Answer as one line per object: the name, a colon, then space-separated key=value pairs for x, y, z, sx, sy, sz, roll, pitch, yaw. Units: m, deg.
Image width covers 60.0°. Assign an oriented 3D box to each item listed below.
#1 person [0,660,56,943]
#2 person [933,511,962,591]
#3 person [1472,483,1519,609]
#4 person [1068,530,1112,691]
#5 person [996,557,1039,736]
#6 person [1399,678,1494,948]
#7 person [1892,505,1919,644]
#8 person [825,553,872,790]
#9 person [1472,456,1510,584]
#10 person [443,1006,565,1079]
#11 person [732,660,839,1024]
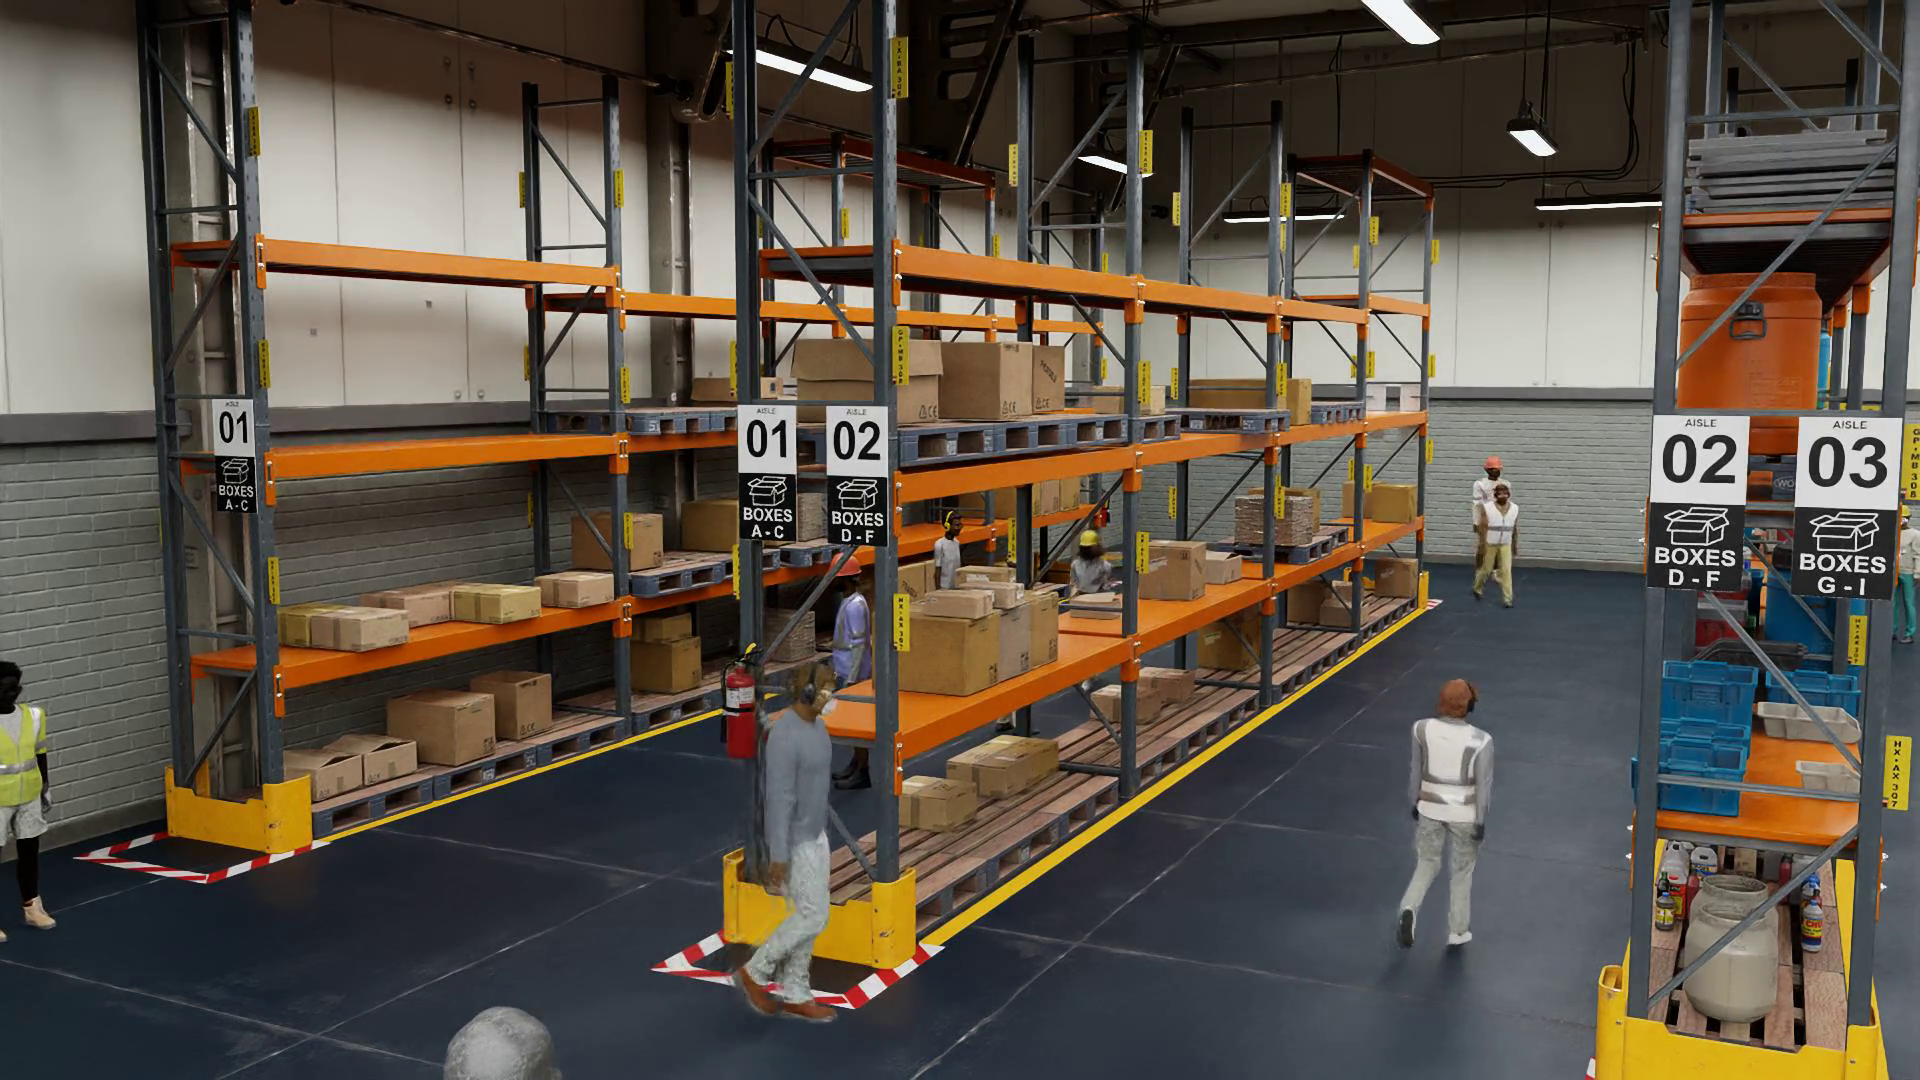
person: x=-5.740 y=1.559 z=10.025 sx=0.318 sy=1.691 sz=0.538 roll=3 pitch=7 yaw=29
person: x=-0.128 y=0.604 z=18.527 sx=0.320 sy=1.857 sz=0.514 roll=3 pitch=7 yaw=27
person: x=7.786 y=0.061 z=24.122 sx=0.617 sy=1.799 sz=0.912 roll=-1 pitch=6 yaw=-5
person: x=1.422 y=0.734 z=17.909 sx=0.490 sy=1.720 sz=0.675 roll=3 pitch=7 yaw=27
person: x=0.533 y=0.945 z=15.628 sx=0.327 sy=1.765 sz=0.529 roll=-4 pitch=7 yaw=-36
person: x=2.832 y=1.621 z=9.738 sx=0.526 sy=1.617 sz=0.604 roll=4 pitch=7 yaw=36
person: x=11.755 y=0.417 z=20.817 sx=0.341 sy=1.760 sz=0.530 roll=-3 pitch=7 yaw=-26
person: x=-0.908 y=1.068 z=13.608 sx=0.374 sy=1.934 sz=0.548 roll=-1 pitch=6 yaw=-6
person: x=8.472 y=-0.309 z=26.483 sx=0.615 sy=2.042 sz=0.378 roll=-1 pitch=6 yaw=-7
person: x=-1.012 y=2.035 z=3.701 sx=0.672 sy=2.000 sz=0.536 roll=1 pitch=6 yaw=7
person: x=-0.853 y=1.580 z=8.716 sx=0.480 sy=1.914 sz=0.652 roll=1 pitch=6 yaw=11
